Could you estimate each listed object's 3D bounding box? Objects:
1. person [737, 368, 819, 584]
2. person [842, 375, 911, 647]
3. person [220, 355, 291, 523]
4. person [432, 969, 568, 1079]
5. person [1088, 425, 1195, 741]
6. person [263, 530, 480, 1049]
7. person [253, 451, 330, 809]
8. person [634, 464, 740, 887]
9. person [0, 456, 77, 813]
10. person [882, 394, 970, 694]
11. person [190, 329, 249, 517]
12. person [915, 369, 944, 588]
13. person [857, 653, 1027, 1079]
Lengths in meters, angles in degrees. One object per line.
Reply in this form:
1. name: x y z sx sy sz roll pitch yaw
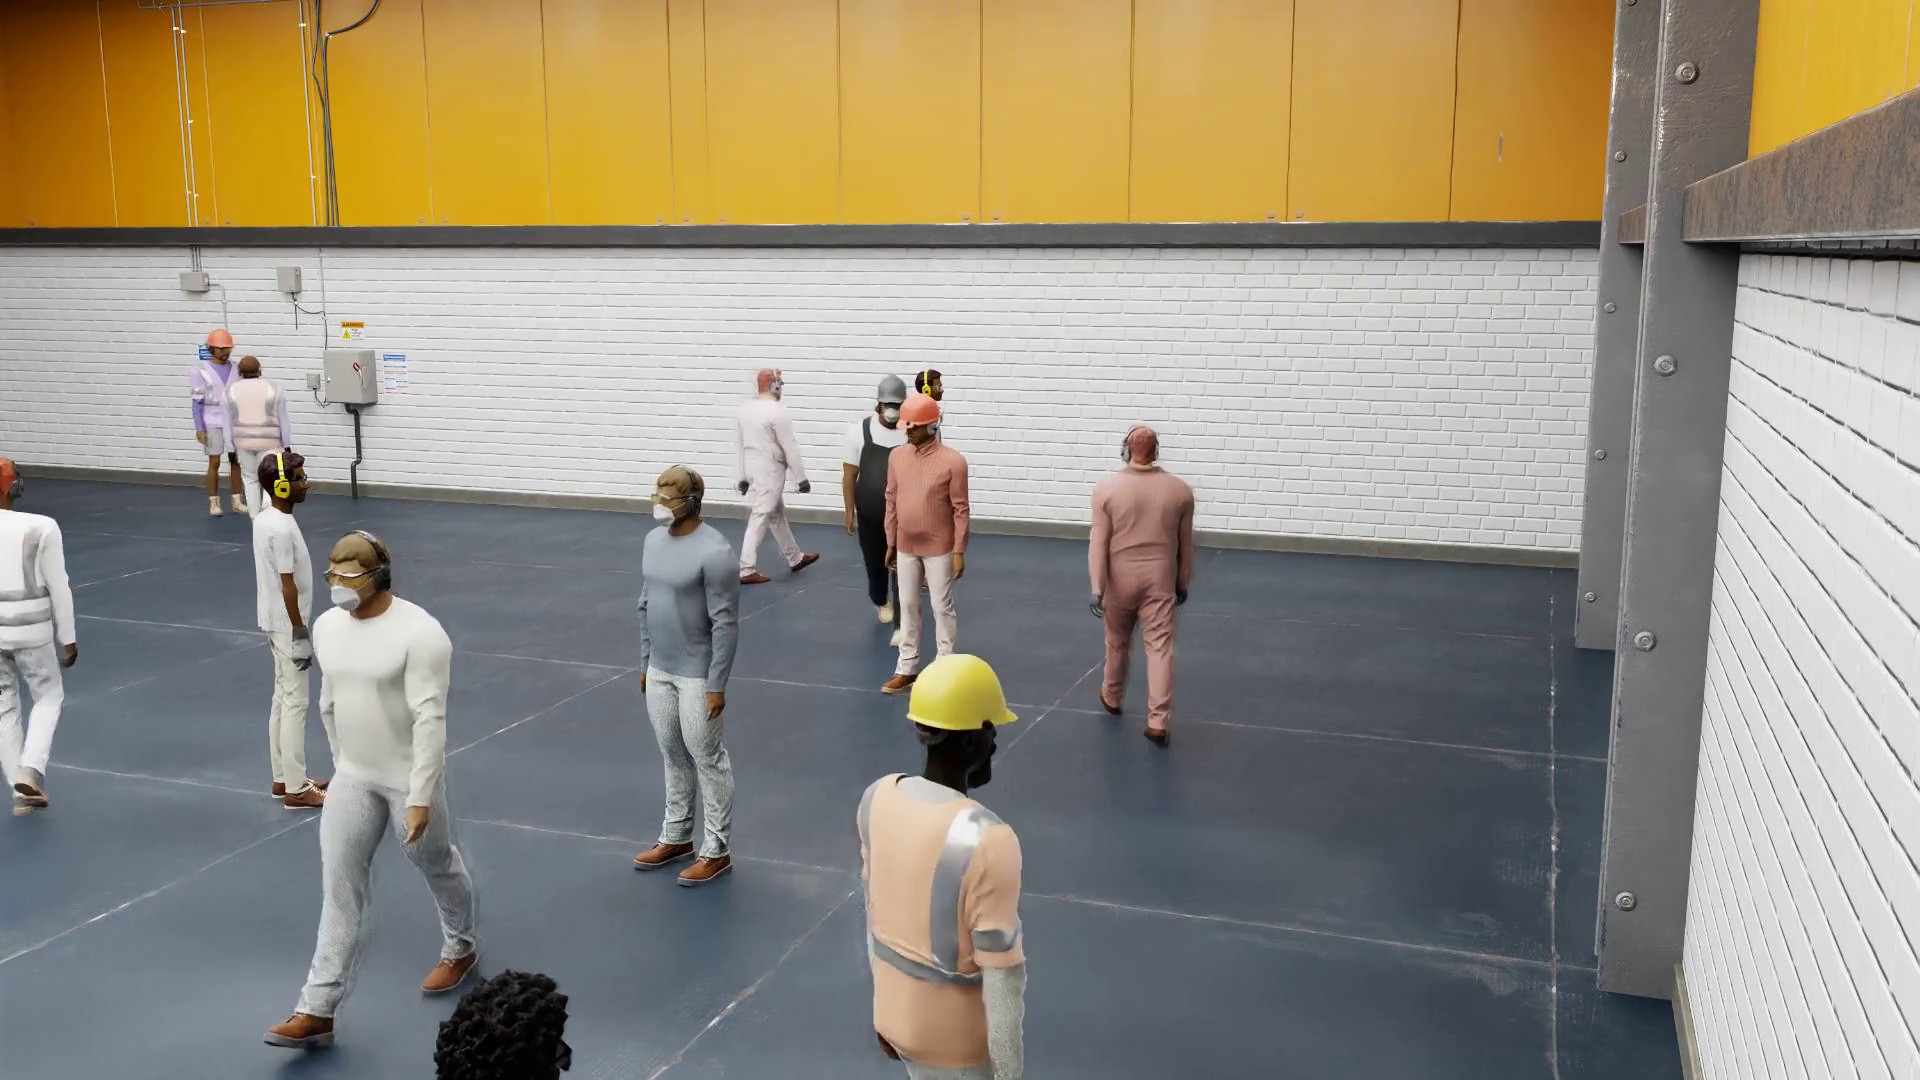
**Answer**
1. person: -1.577 -0.564 14.522 0.979 1.857 0.648 -7 12 -35
2. person: -0.528 -0.292 12.462 0.694 2.000 0.991 0 10 2
3. person: -7.114 -0.958 16.820 0.638 1.825 0.661 -2 10 -13
4. person: -0.778 1.575 2.916 0.537 1.695 0.320 4 11 22
5. person: 1.081 0.234 10.028 0.663 1.855 1.024 -1 10 -7
6. person: -2.166 0.900 6.188 0.648 1.886 1.015 4 11 21
7. person: -3.478 0.471 8.679 0.329 1.861 0.509 -7 12 -33
8. person: -1.265 0.612 7.660 0.632 1.940 0.372 9 13 41
9. person: -4.840 0.501 8.484 0.592 1.870 0.475 -3 10 -15
10. person: -0.234 0.043 10.735 0.612 1.984 0.401 6 12 32
11. person: -7.923 -1.267 17.979 0.432 2.029 0.682 10 14 43
12. person: -0.258 -0.524 14.239 0.328 1.876 0.513 1 10 4
13. person: -0.081 1.233 4.257 0.692 1.907 0.593 -8 13 -38
